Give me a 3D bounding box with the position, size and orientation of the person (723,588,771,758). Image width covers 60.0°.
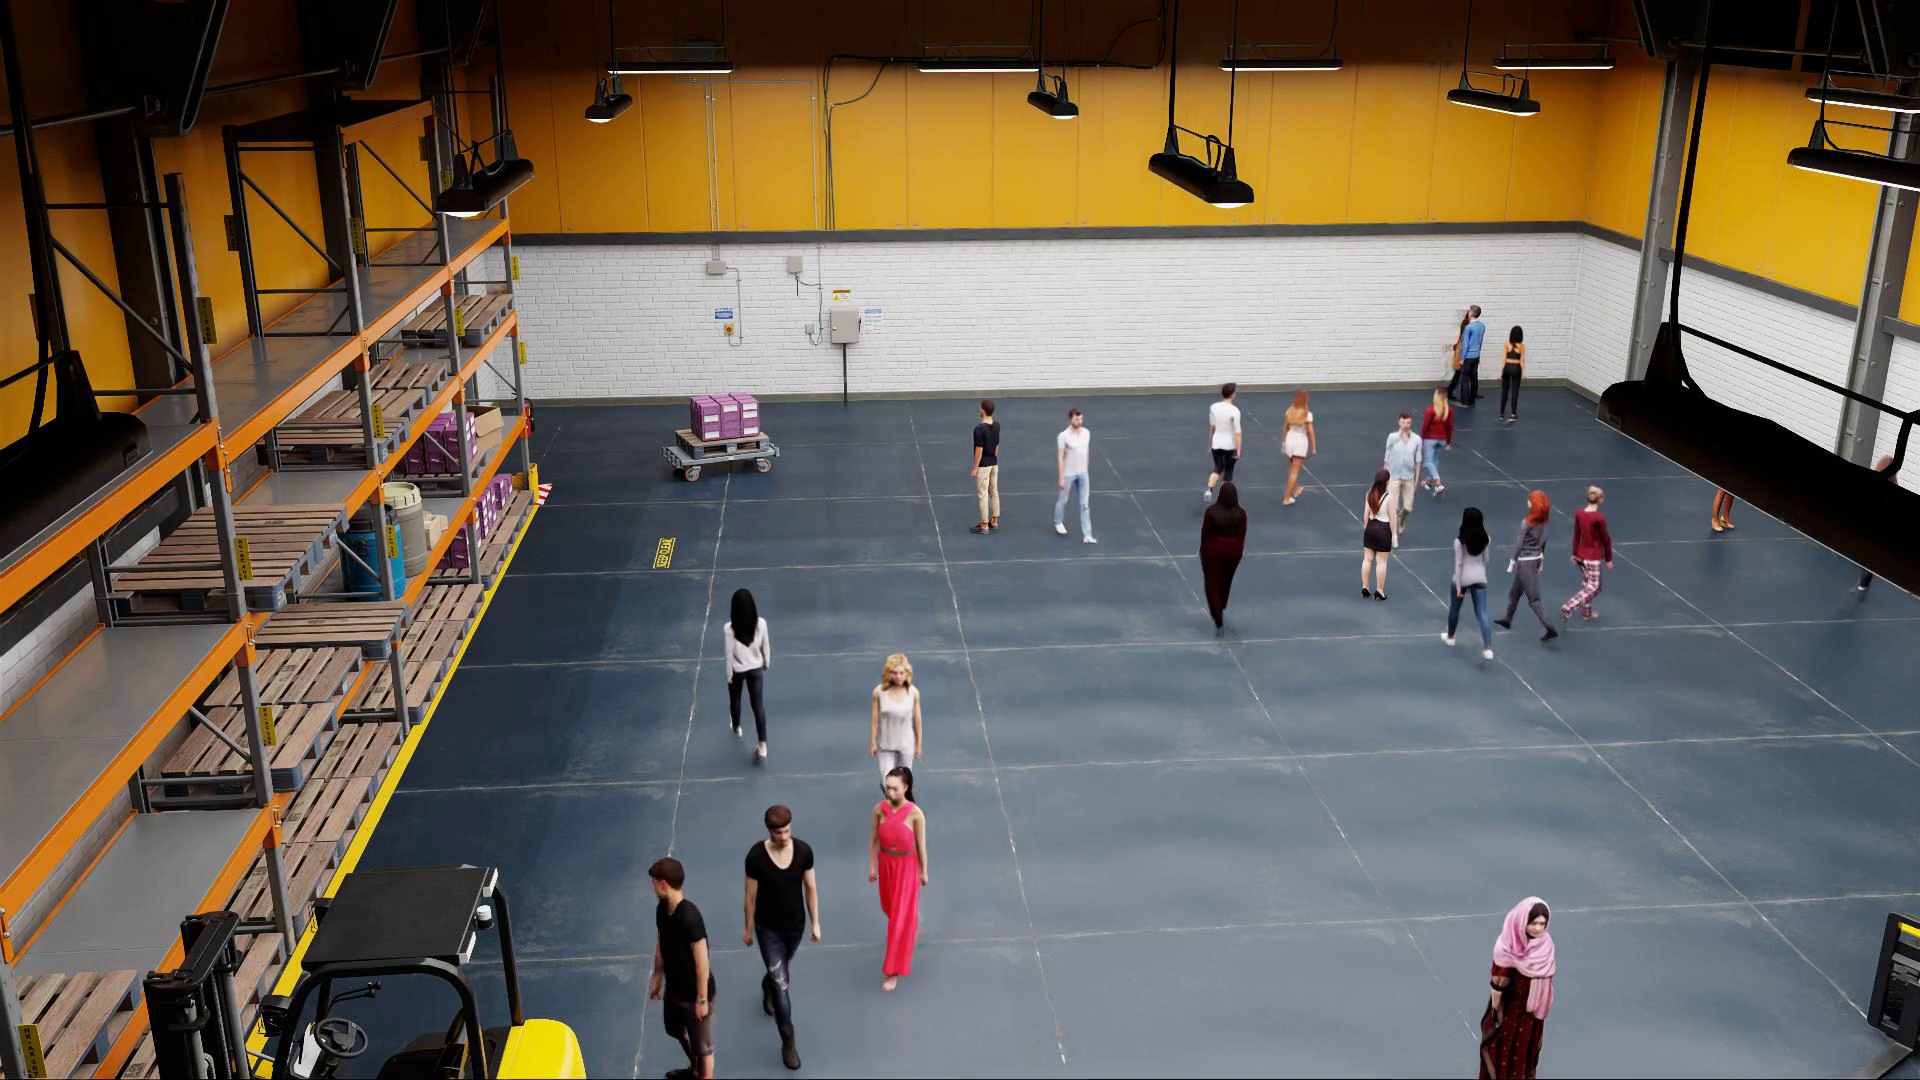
[{"bbox_3d":[-2.043,1.316,16.134,0.880,1.657,1.212,-8,20,-23],"label":"person"}]

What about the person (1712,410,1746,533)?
[{"bbox_3d":[10.601,-0.961,22.846,0.624,1.690,0.615,-9,20,-24],"label":"person"}]

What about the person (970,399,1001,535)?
[{"bbox_3d":[0.368,-1.016,22.744,0.753,1.859,0.692,15,24,37],"label":"person"}]

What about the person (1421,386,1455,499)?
[{"bbox_3d":[6.985,-1.421,24.334,0.716,1.610,1.081,-5,19,-14],"label":"person"}]

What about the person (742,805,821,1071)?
[{"bbox_3d":[-1.294,2.675,11.790,0.974,1.855,1.338,-8,20,-22],"label":"person"}]

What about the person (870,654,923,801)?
[{"bbox_3d":[-0.567,1.761,14.804,0.605,1.663,0.616,-1,19,-4],"label":"person"}]

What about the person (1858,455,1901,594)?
[{"bbox_3d":[11.259,-0.151,20.425,1.133,1.699,1.160,17,25,40],"label":"person"}]

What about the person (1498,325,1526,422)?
[{"bbox_3d":[9.497,-2.883,28.624,0.628,1.643,0.637,8,20,23],"label":"person"}]

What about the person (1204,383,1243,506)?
[{"bbox_3d":[3.712,-1.320,23.682,0.941,1.835,0.997,16,24,40],"label":"person"}]

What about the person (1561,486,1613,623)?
[{"bbox_3d":[7.310,0.210,19.377,0.879,1.684,0.939,-10,21,-27],"label":"person"}]

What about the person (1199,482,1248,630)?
[{"bbox_3d":[3.045,0.210,19.308,0.669,1.728,1.030,-1,19,-4],"label":"person"}]

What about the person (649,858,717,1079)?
[{"bbox_3d":[-1.745,2.982,10.935,0.826,1.818,0.936,11,22,30],"label":"person"}]

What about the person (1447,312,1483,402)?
[{"bbox_3d":[8.980,-3.289,29.769,0.854,1.681,0.879,-2,19,-6],"label":"person"}]

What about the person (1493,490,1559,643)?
[{"bbox_3d":[6.541,0.332,18.930,0.996,1.738,1.207,-14,23,-35],"label":"person"}]

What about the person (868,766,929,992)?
[{"bbox_3d":[-0.436,2.485,12.612,0.911,1.689,1.185,7,20,20],"label":"person"}]

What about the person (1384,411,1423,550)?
[{"bbox_3d":[5.884,-0.833,22.239,0.775,1.834,0.945,3,19,8],"label":"person"}]

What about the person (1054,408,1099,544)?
[{"bbox_3d":[1.482,-0.876,22.416,0.961,1.802,1.300,-8,20,-23],"label":"person"}]

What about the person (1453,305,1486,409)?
[{"bbox_3d":[9.070,-3.277,29.520,0.748,1.819,0.753,-13,23,-34],"label":"person"}]

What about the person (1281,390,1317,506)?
[{"bbox_3d":[4.789,-1.308,23.908,0.949,1.668,1.006,15,24,38],"label":"person"}]

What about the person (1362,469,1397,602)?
[{"bbox_3d":[5.094,-0.070,20.262,0.626,1.649,0.690,16,24,39],"label":"person"}]

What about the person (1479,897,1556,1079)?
[{"bbox_3d":[3.671,3.069,10.971,0.727,1.630,0.696,-7,20,-20],"label":"person"}]

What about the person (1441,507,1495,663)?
[{"bbox_3d":[5.711,0.522,18.435,0.612,1.694,1.166,-1,19,-3],"label":"person"}]
